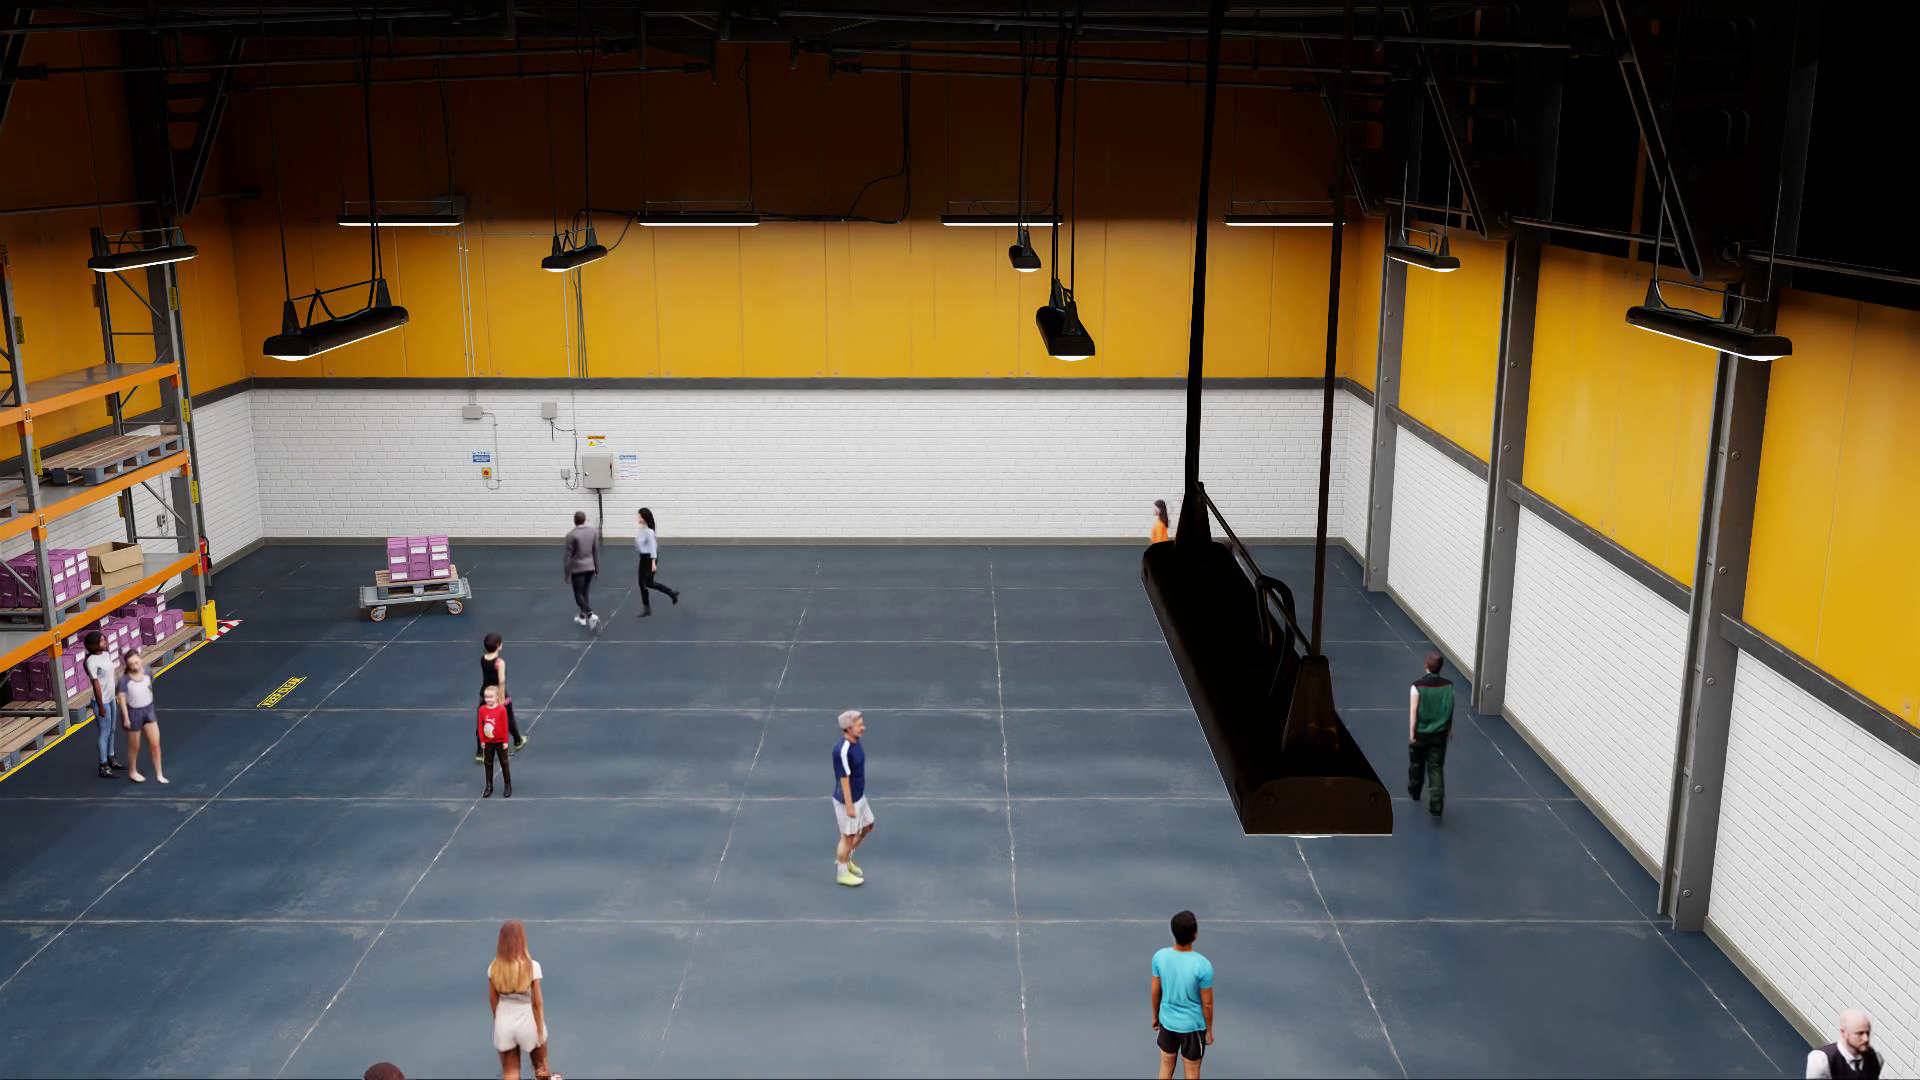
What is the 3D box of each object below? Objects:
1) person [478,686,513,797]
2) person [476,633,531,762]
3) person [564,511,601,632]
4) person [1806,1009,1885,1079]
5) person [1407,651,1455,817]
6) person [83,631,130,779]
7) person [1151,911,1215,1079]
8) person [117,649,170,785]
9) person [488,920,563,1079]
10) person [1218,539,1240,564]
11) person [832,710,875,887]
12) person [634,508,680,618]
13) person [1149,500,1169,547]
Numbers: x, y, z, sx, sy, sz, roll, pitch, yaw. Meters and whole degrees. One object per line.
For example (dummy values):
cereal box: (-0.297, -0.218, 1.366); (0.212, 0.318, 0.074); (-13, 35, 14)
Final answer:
person: (-5.226, 2.250, 18.700); (0.476, 1.281, 0.470); (0, 14, -1)
person: (-5.584, 1.881, 19.730); (0.861, 1.513, 1.087); (7, 15, 26)
person: (-5.626, 0.478, 24.926); (1.108, 1.795, 1.198); (-11, 18, -39)
person: (5.704, 3.877, 10.837); (0.732, 1.820, 0.664); (-3, 14, -12)
person: (5.133, 2.128, 18.086); (0.644, 1.807, 1.133); (0, 14, 0)
person: (-9.925, 1.885, 19.277); (0.659, 1.719, 0.489); (-1, 14, -5)
person: (1.628, 3.564, 12.222); (0.687, 1.775, 0.663); (6, 15, 25)
person: (-9.402, 2.010, 18.973); (0.930, 1.619, 0.911); (8, 16, 29)
person: (-3.257, 3.628, 12.176); (0.595, 1.672, 0.951); (1, 14, 2)
person: (3.846, 0.834, 23.762); (1.045, 1.651, 1.112); (7, 15, 28)
person: (-1.163, 2.566, 16.410); (0.765, 1.745, 0.617); (2, 14, 10)
person: (-4.715, 0.354, 25.589); (1.001, 1.724, 0.989); (-7, 15, -27)
person: (3.228, 0.198, 26.242); (0.844, 1.719, 0.617); (6, 15, 22)
